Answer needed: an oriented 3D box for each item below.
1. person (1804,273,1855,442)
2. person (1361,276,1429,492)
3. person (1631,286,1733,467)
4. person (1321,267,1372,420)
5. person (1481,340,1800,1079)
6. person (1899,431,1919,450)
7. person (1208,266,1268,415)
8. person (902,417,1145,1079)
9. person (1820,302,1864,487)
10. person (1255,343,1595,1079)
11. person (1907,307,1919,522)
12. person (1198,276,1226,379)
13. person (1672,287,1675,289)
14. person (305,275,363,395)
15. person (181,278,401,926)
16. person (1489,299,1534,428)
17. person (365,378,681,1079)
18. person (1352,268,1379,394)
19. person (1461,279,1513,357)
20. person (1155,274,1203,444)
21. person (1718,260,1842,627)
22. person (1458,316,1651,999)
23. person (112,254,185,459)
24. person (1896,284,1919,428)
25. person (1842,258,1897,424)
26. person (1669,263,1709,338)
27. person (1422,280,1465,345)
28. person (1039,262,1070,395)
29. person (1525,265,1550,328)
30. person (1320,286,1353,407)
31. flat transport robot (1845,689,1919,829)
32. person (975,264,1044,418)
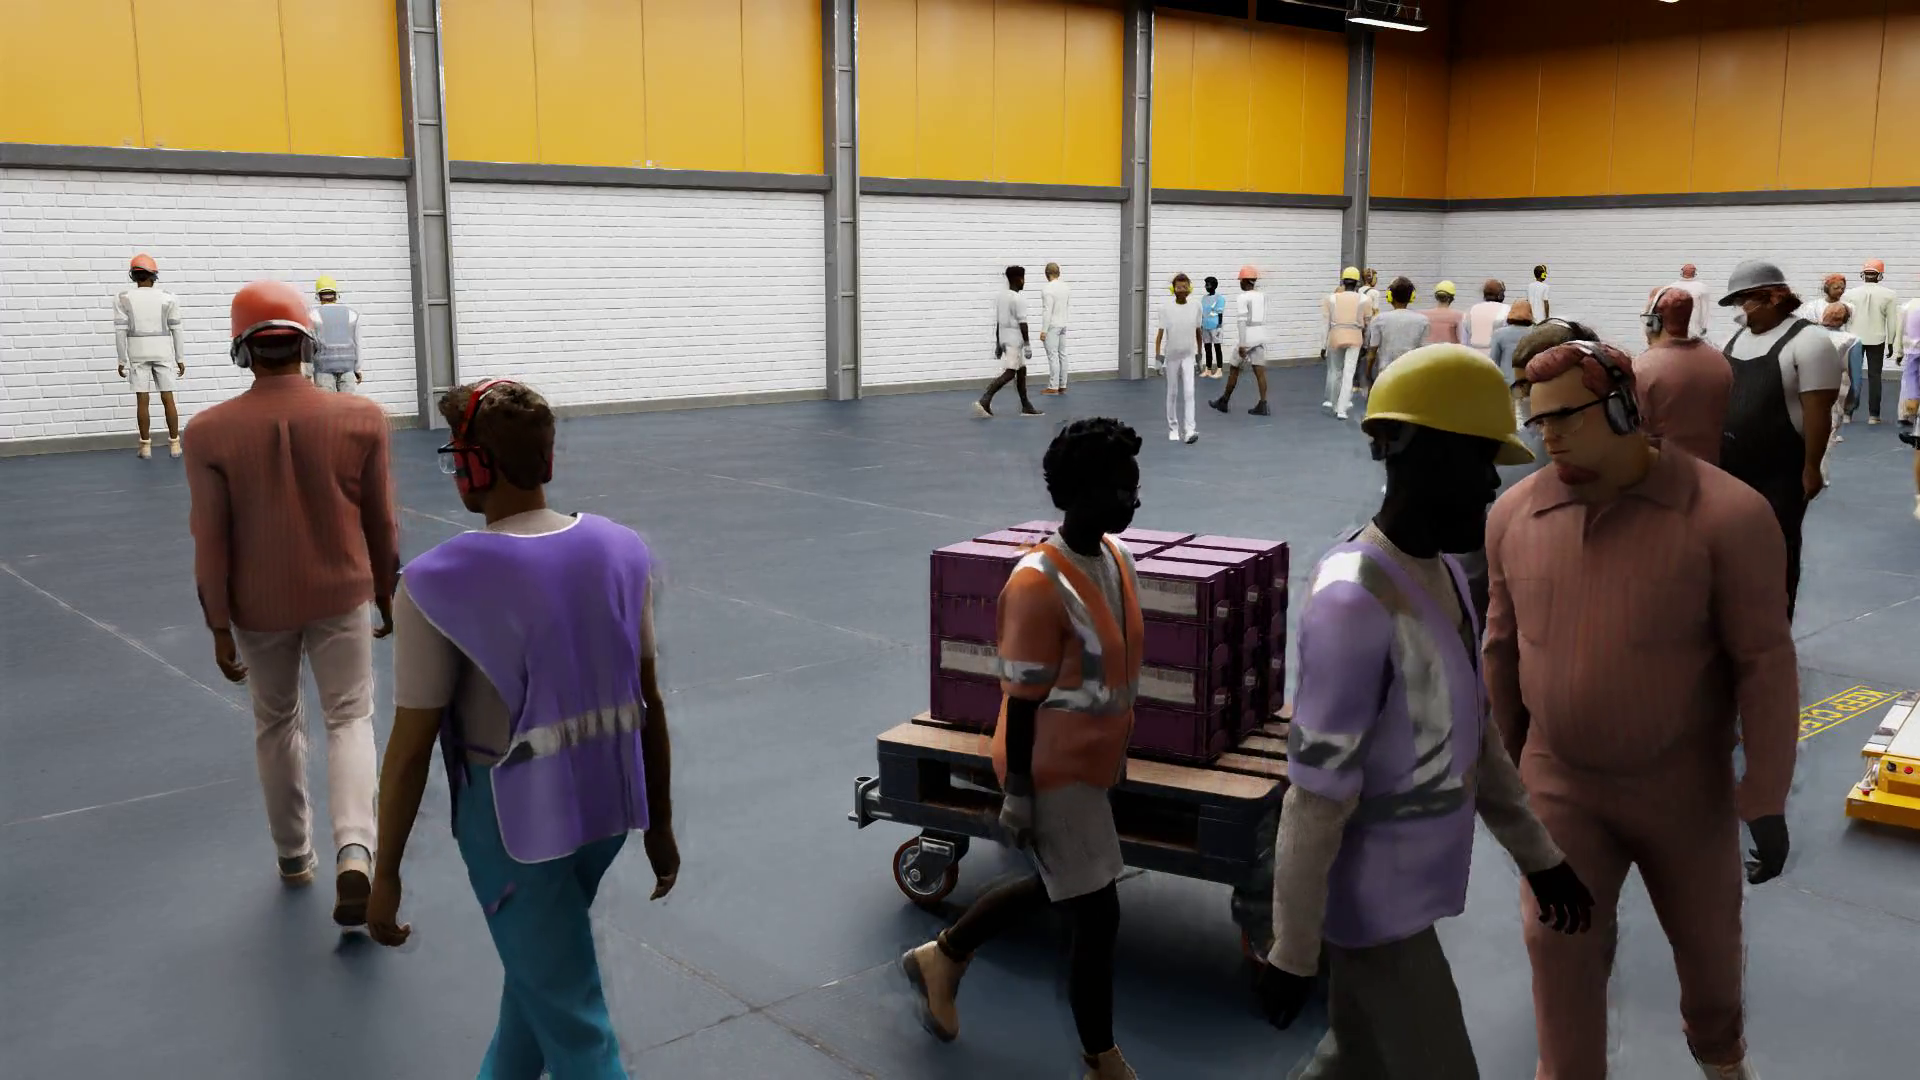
[{"bbox_3d":[9.528,-2.024,18.386,0.583,1.852,0.890,0,10,0],"label":"person"},{"bbox_3d":[3.704,-1.315,14.204,0.513,1.853,0.510,-1,10,-5],"label":"person"},{"bbox_3d":[3.429,-0.273,8.007,0.651,1.887,0.786,-3,10,-19],"label":"person"},{"bbox_3d":[4.852,-2.462,20.826,0.588,1.872,0.999,4,10,22],"label":"person"},{"bbox_3d":[1.492,0.489,3.658,0.705,1.859,0.892,8,13,40],"label":"person"},{"bbox_3d":[10.222,-1.800,16.967,1.035,1.868,0.563,-1,10,-4],"label":"person"},{"bbox_3d":[3.634,-2.561,21.359,0.565,1.887,0.966,-8,13,-40],"label":"person"},{"bbox_3d":[0.185,0.519,3.992,0.775,1.664,0.533,5,11,27],"label":"person"},{"bbox_3d":[7.621,-1.270,14.603,0.546,1.620,0.488,9,13,43],"label":"person"},{"bbox_3d":[0.825,0.607,2.898,0.835,1.875,0.595,4,11,23],"label":"person"},{"bbox_3d":[7.394,-1.087,12.376,0.622,2.019,0.767,2,10,10],"label":"person"},{"bbox_3d":[4.170,-3.520,27.574,0.318,1.691,0.532,-7,12,-35],"label":"person"},{"bbox_3d":[9.473,-2.582,22.296,0.517,1.611,0.599,9,13,42],"label":"person"},{"bbox_3d":[-6.276,-1.722,16.638,0.596,1.828,0.403,-9,13,-41],"label":"person"},{"bbox_3d":[-2.012,0.189,5.084,0.603,1.969,0.917,-4,10,-21],"label":"person"},{"bbox_3d":[5.242,-1.456,15.688,0.536,1.610,0.620,3,10,19],"label":"person"},{"bbox_3d":[-0.851,0.578,3.306,1.005,1.788,0.595,7,12,35],"label":"person"},{"bbox_3d":[5.976,-3.069,24.495,0.349,1.842,0.505,-7,12,-34],"label":"person"},{"bbox_3d":[5.441,-1.772,17.057,0.970,1.799,0.626,-7,12,-35],"label":"person"},{"bbox_3d":[2.377,-1.945,17.944,0.562,1.820,0.946,0,10,-1],"label":"person"},{"bbox_3d":[4.056,-0.424,8.423,0.535,2.000,0.741,-4,10,-21],"label":"person"},{"bbox_3d":[1.548,0.384,4.205,0.647,1.893,0.987,6,12,33],"label":"person"},{"bbox_3d":[-8.114,-1.833,16.667,0.615,2.039,0.383,-5,11,-29],"label":"person"},{"bbox_3d":[11.285,-2.207,19.469,0.404,1.829,0.602,-6,11,-31],"label":"person"},{"bbox_3d":[10.992,-2.407,20.167,0.621,1.992,0.397,6,11,32],"label":"person"},{"bbox_3d":[11.401,-3.383,26.123,0.651,1.913,0.409,5,11,29],"label":"person"},{"bbox_3d":[5.400,-2.030,18.672,0.539,1.754,0.430,6,11,31],"label":"person"},{"bbox_3d":[1.369,-3.071,24.231,0.372,1.935,0.629,7,12,35],"label":"person"},{"bbox_3d":[9.903,-3.776,28.541,0.333,1.873,0.520,-6,11,-32],"label":"person"},{"bbox_3d":[5.103,-2.592,22.357,0.513,1.623,0.320,2,10,13],"label":"person"},{"bbox_3d":[3.823,0.830,6.256,0.652,0.197,1.431,7,12,36],"label":"flat transport robot"},{"bbox_3d":[0.615,-2.491,20.869,0.952,1.938,0.614,-4,10,-22],"label":"person"}]
